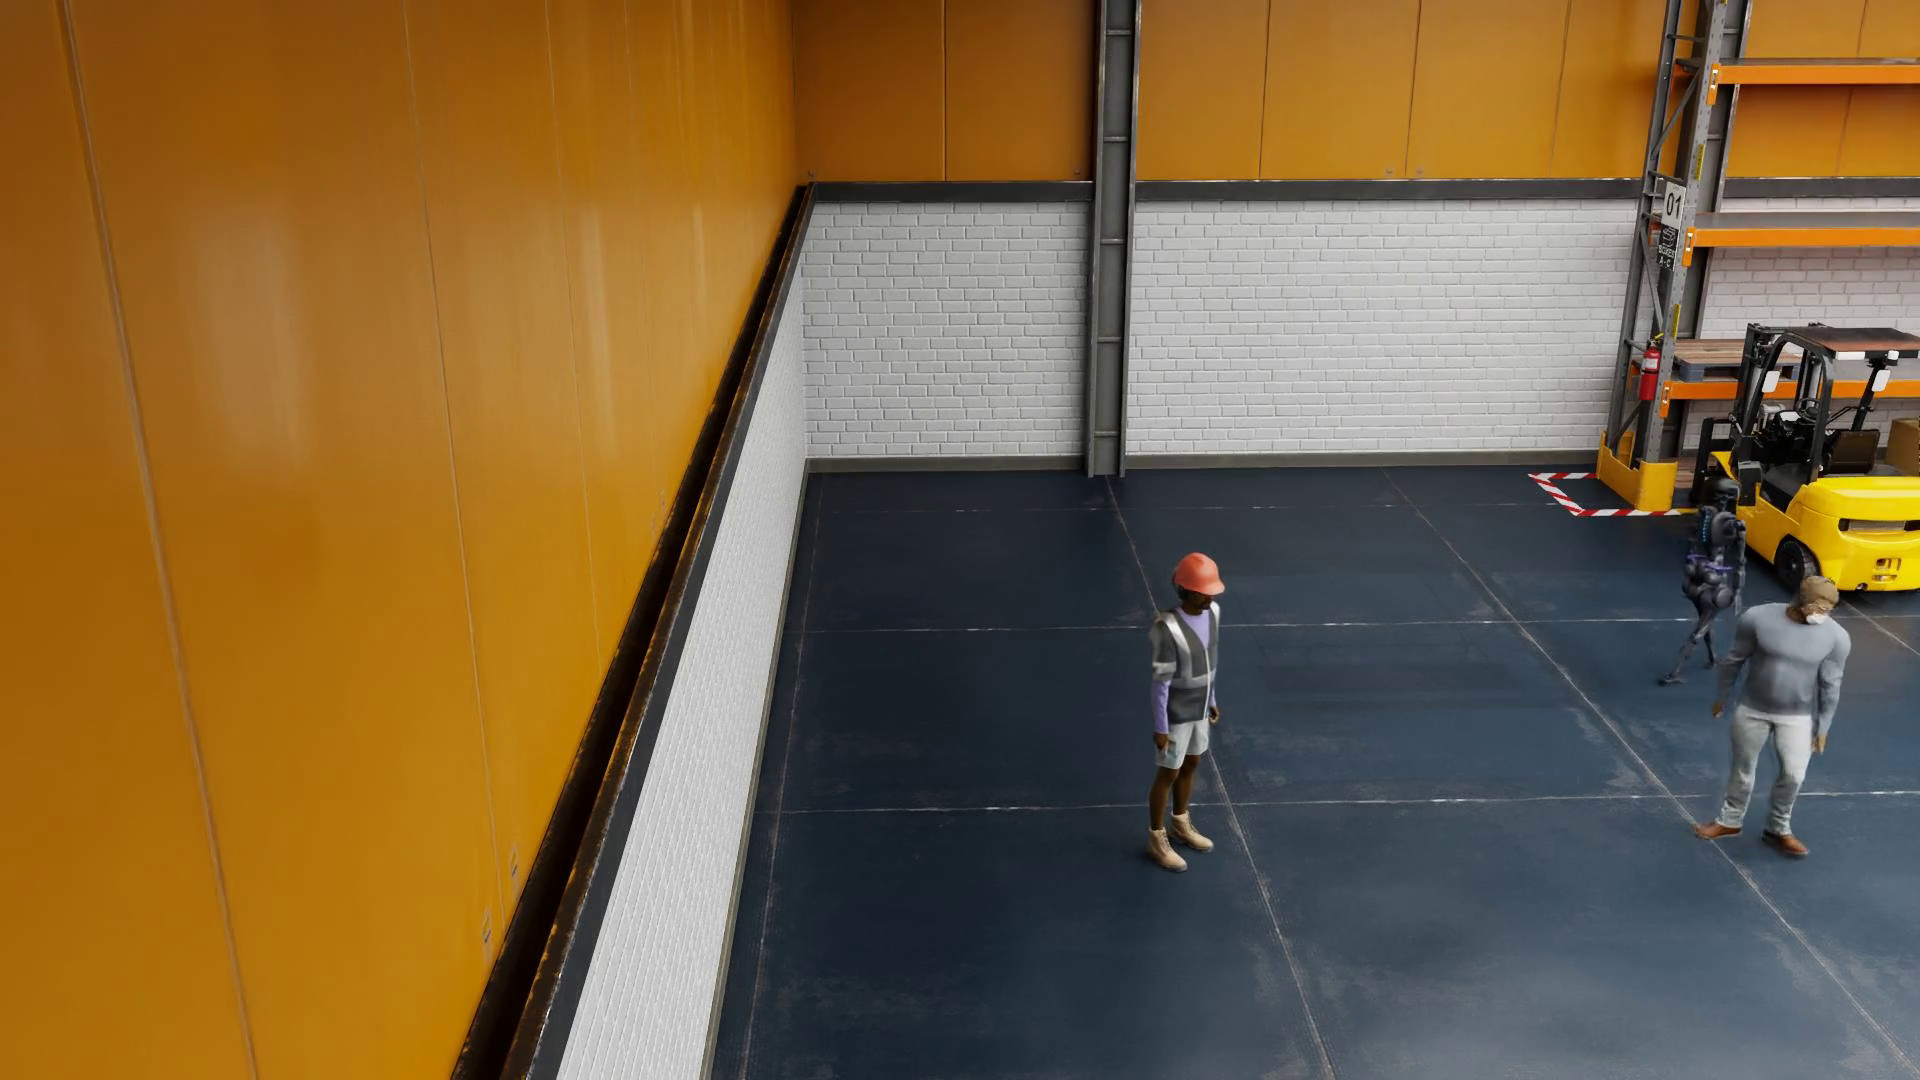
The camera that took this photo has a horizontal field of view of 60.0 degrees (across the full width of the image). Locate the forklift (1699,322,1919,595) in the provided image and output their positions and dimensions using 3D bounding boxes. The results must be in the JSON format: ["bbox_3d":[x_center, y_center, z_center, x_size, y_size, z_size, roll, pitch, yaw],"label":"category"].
[{"bbox_3d":[7.809,-0.792,14.926,1.214,2.155,2.313,-1,20,-2],"label":"forklift"}]

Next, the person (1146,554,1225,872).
[{"bbox_3d":[1.407,1.037,10.185,0.389,2.040,0.613,17,26,39],"label":"person"}]

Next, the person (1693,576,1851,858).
[{"bbox_3d":[5.033,1.072,10.303,0.703,1.902,0.375,11,23,27],"label":"person"}]

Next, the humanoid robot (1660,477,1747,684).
[{"bbox_3d":[5.765,0.305,12.757,0.785,1.623,0.598,-7,21,-18],"label":"humanoid robot"}]
